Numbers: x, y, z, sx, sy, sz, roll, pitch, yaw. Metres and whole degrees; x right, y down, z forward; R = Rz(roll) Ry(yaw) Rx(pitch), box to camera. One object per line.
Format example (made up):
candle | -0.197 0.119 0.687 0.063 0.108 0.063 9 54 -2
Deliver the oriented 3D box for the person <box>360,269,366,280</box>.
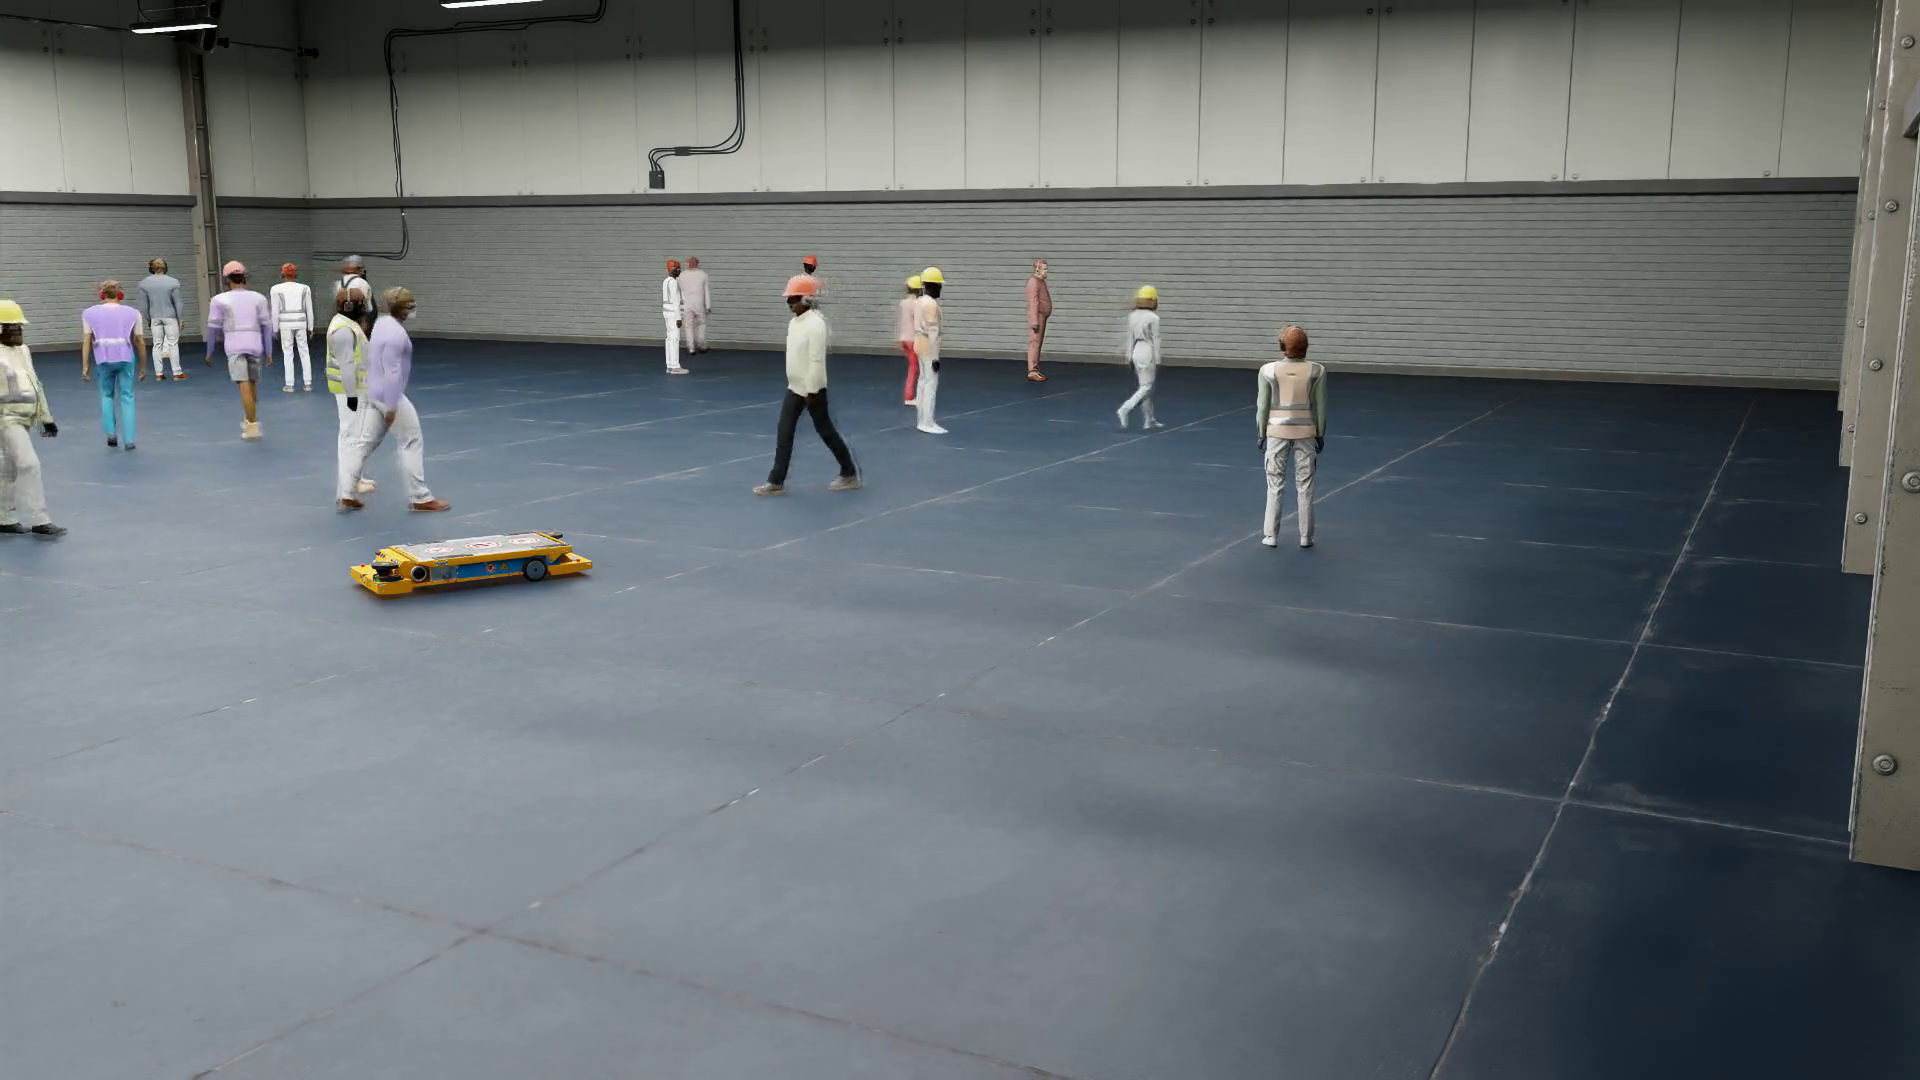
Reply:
person | -11.195 -4.201 30.923 0.552 1.680 0.554 9 14 41

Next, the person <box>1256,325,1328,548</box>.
person | 2.433 -0.752 12.226 0.514 1.645 0.308 1 10 6

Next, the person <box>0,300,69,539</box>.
person | -7.063 -0.905 12.604 0.749 1.803 0.609 -1 10 -4

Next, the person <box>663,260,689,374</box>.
person | -4.758 -3.709 27.703 0.355 1.883 0.576 -5 11 -25

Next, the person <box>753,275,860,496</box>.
person | -1.335 -1.375 14.811 1.009 1.950 0.630 -7 12 -32

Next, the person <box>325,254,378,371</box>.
person | -9.610 -3.541 26.354 0.686 2.000 0.923 8 13 36

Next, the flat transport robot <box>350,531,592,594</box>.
flat transport robot | -3.263 0.136 11.129 1.431 0.197 0.652 -7 13 -34

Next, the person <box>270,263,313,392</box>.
person | -9.837 -3.128 24.526 0.586 1.882 0.340 -7 13 -35

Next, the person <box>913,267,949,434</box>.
person | -0.347 -2.205 19.382 0.378 1.927 0.590 -3 11 -16

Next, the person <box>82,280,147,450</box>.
person | -9.127 -1.889 17.953 0.621 1.813 0.658 -5 12 -25

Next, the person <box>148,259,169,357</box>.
person | -15.122 -4.369 31.408 0.429 1.846 0.626 -6 12 -29

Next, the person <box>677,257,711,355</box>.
person | -5.119 -4.532 32.213 0.679 1.864 0.933 0 10 3

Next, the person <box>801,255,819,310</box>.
person | -2.787 -4.302 30.794 0.362 1.934 0.543 0 10 -3

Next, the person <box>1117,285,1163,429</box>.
person | 2.141 -2.146 19.624 0.705 1.719 0.488 -7 13 -34

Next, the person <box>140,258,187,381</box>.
person | -12.598 -3.484 26.325 0.630 1.940 0.372 -1 10 -4

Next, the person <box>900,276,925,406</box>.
person | -0.589 -2.678 22.440 0.460 1.749 0.543 -6 12 -30

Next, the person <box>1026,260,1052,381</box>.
person | 1.258 -3.469 26.326 0.402 1.906 0.652 2 11 10

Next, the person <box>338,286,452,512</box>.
person | -4.765 -1.145 13.756 0.860 1.895 0.643 -7 12 -32

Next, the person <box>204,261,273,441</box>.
person | -8.166 -2.134 18.804 0.647 1.985 0.986 -10 14 -42

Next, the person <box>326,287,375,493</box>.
person | -5.442 -1.341 14.925 0.430 1.837 0.626 -3 11 -16
